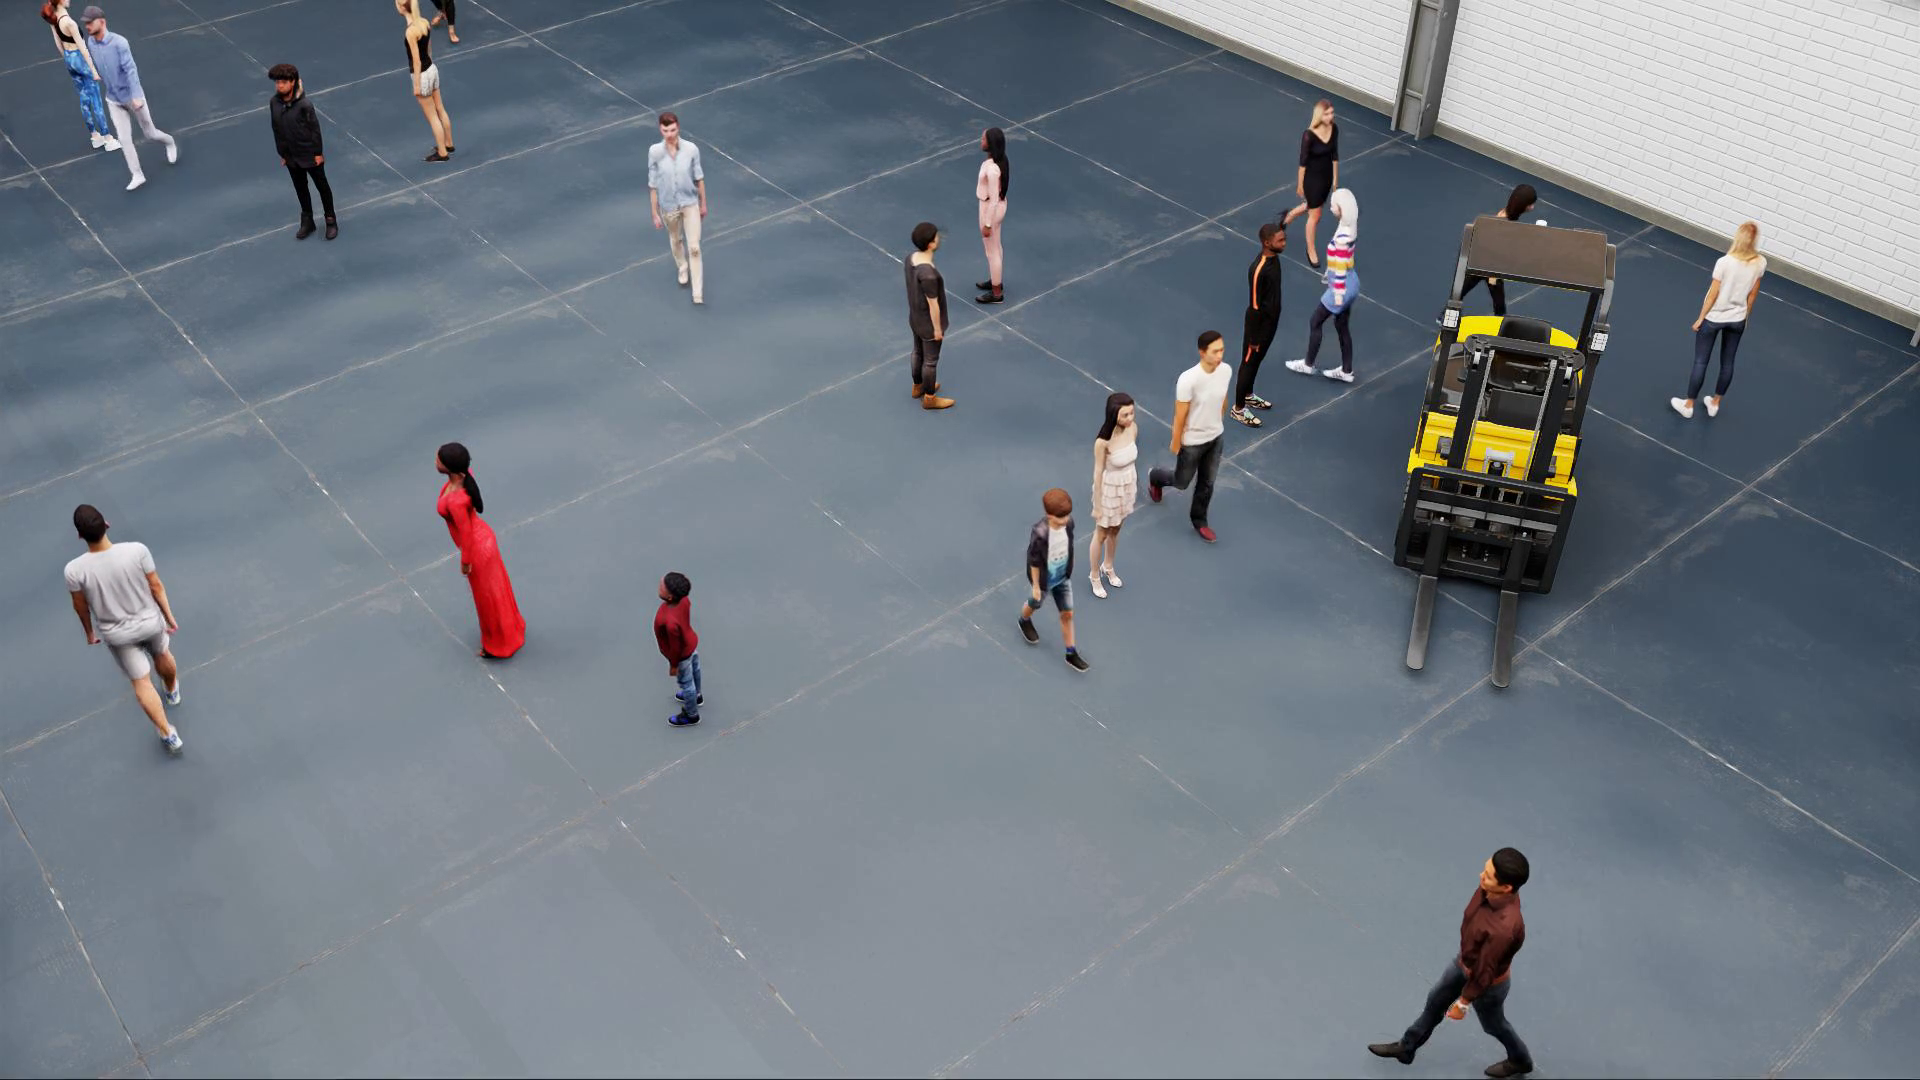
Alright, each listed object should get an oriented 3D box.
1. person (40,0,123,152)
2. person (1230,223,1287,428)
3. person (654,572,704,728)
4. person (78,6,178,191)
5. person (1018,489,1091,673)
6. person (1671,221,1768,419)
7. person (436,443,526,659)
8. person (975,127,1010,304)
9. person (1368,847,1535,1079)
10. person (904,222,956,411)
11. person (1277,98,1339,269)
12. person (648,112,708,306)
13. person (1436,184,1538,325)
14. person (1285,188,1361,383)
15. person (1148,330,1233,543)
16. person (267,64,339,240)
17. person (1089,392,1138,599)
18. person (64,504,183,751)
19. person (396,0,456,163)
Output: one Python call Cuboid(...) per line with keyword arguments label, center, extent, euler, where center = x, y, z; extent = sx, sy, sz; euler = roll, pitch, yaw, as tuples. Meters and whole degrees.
Cuboid(label="person", center=(-9.513, -5.097, 18.005), extent=(0.636, 1.788, 0.717), euler=(19, 42, 22))
Cuboid(label="person", center=(2.504, -1.822, 13.879), extent=(0.670, 1.809, 0.701), euler=(17, 42, 20))
Cuboid(label="person", center=(-1.866, 0.710, 11.152), extent=(0.645, 1.256, 0.588), euler=(4, 39, 5))
Cuboid(label="person", center=(-8.689, -4.682, 17.421), extent=(1.124, 1.859, 1.157), euler=(4, 39, 6))
Cuboid(label="person", center=(0.595, 0.217, 11.643), extent=(0.625, 1.413, 0.981), euler=(-22, 43, -25))
Cuboid(label="person", center=(6.382, -1.828, 13.887), extent=(0.666, 1.809, 0.700), euler=(-1, 39, -2))
Cuboid(label="person", center=(-3.351, 0.070, 11.538), extent=(0.796, 1.784, 0.711), euler=(-4, 39, -6))
Cuboid(label="person", center=(0.302, -3.023, 15.454), extent=(0.754, 1.721, 0.691), euler=(3, 39, 3))
Cuboid(label="person", center=(2.841, 2.306, 8.766), extent=(1.179, 1.740, 1.148), euler=(2, 39, 2))
Cuboid(label="person", center=(-0.289, -1.900, 14.048), extent=(0.734, 1.719, 0.579), euler=(-16, 41, -19))
Cuboid(label="person", center=(3.406, -3.498, 16.101), extent=(0.616, 1.655, 0.974), euler=(-22, 44, -25))
Cuboid(label="person", center=(-2.630, -3.160, 15.559), extent=(1.090, 1.804, 1.272), euler=(-5, 39, -6))
Cuboid(label="person", center=(4.675, -2.481, 14.896), extent=(1.183, 1.570, 0.837), euler=(17, 42, 20))
Cuboid(label="person", center=(3.368, -2.148, 14.316), extent=(0.978, 1.773, 0.875), euler=(14, 41, 16))
Cuboid(label="person", center=(1.770, -0.843, 12.676), extent=(0.734, 1.790, 1.010), euler=(-21, 43, -25))
Cuboid(label="person", center=(-6.518, -3.860, 16.453), extent=(0.738, 1.781, 0.798), euler=(3, 39, 4))
Cuboid(label="person", center=(1.105, -0.334, 12.075), extent=(0.575, 1.735, 0.525), euler=(-29, 47, -31))
Cuboid(label="person", center=(-5.397, 0.600, 10.832), extent=(0.767, 1.827, 1.092), euler=(-22, 44, -25))
Cuboid(label="person", center=(-5.717, -4.962, 17.782), extent=(0.726, 1.845, 0.684), euler=(6, 39, 7))
